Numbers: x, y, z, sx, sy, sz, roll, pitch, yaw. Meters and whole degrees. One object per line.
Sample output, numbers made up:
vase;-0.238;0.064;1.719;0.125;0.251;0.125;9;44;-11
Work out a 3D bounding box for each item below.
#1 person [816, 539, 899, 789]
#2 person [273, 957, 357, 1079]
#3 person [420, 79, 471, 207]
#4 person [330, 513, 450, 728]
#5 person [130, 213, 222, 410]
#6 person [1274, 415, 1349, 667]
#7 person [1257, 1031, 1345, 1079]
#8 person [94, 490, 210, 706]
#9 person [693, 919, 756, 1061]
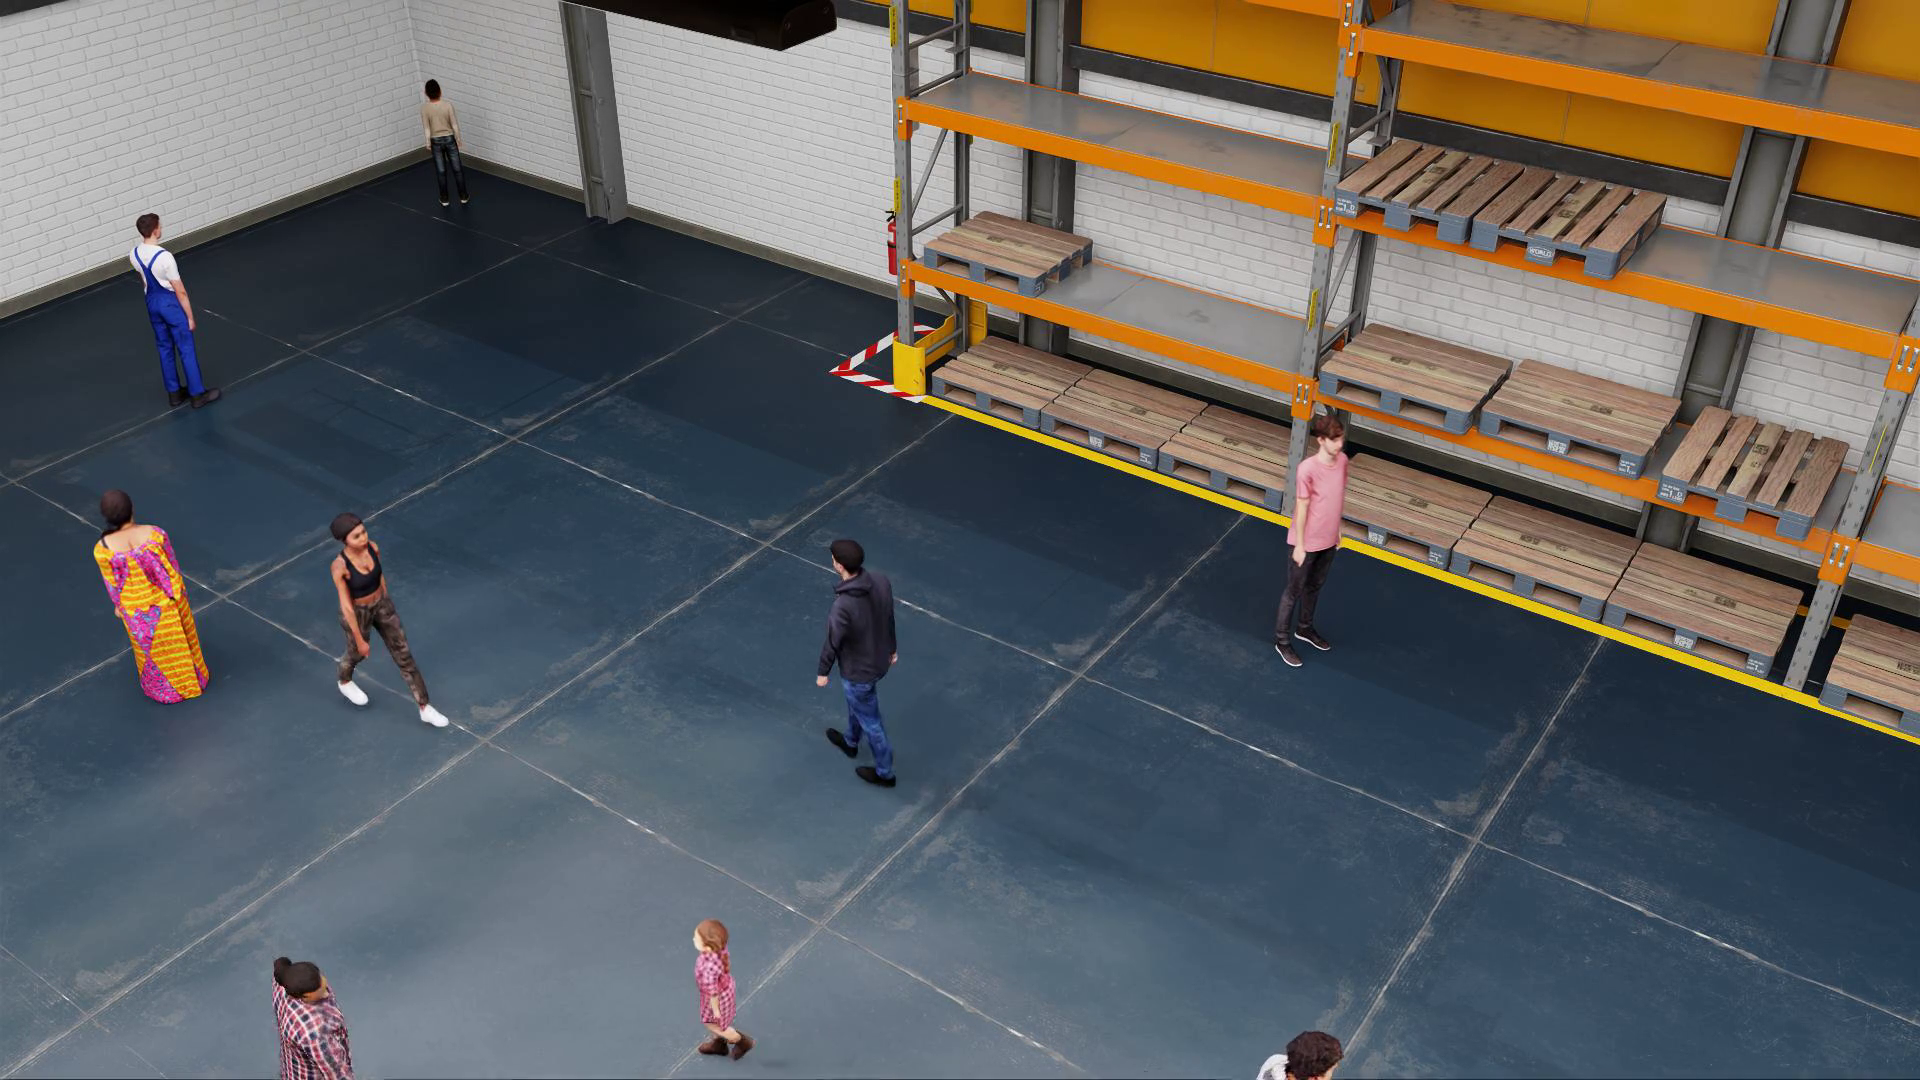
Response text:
person;-0.550;0.848;10.689;0.882;1.864;0.684;20;38;27
person;-3.175;2.590;8.200;0.621;1.720;0.909;21;39;29
person;-5.982;-4.604;19.253;0.635;1.465;0.674;-10;35;-15
person;-4.111;0.534;11.362;1.205;1.643;0.659;18;37;25
person;-7.205;-2.081;15.113;0.612;1.847;0.744;8;35;13
person;2.530;-0.024;11.918;0.680;1.958;0.648;-23;40;-31
person;1.318;2.921;7.539;0.999;1.900;0.927;-2;34;-3
person;-5.661;0.363;11.578;0.744;1.690;0.772;-20;39;-27
person;-1.288;2.456;9.039;0.631;1.014;0.546;4;34;6
